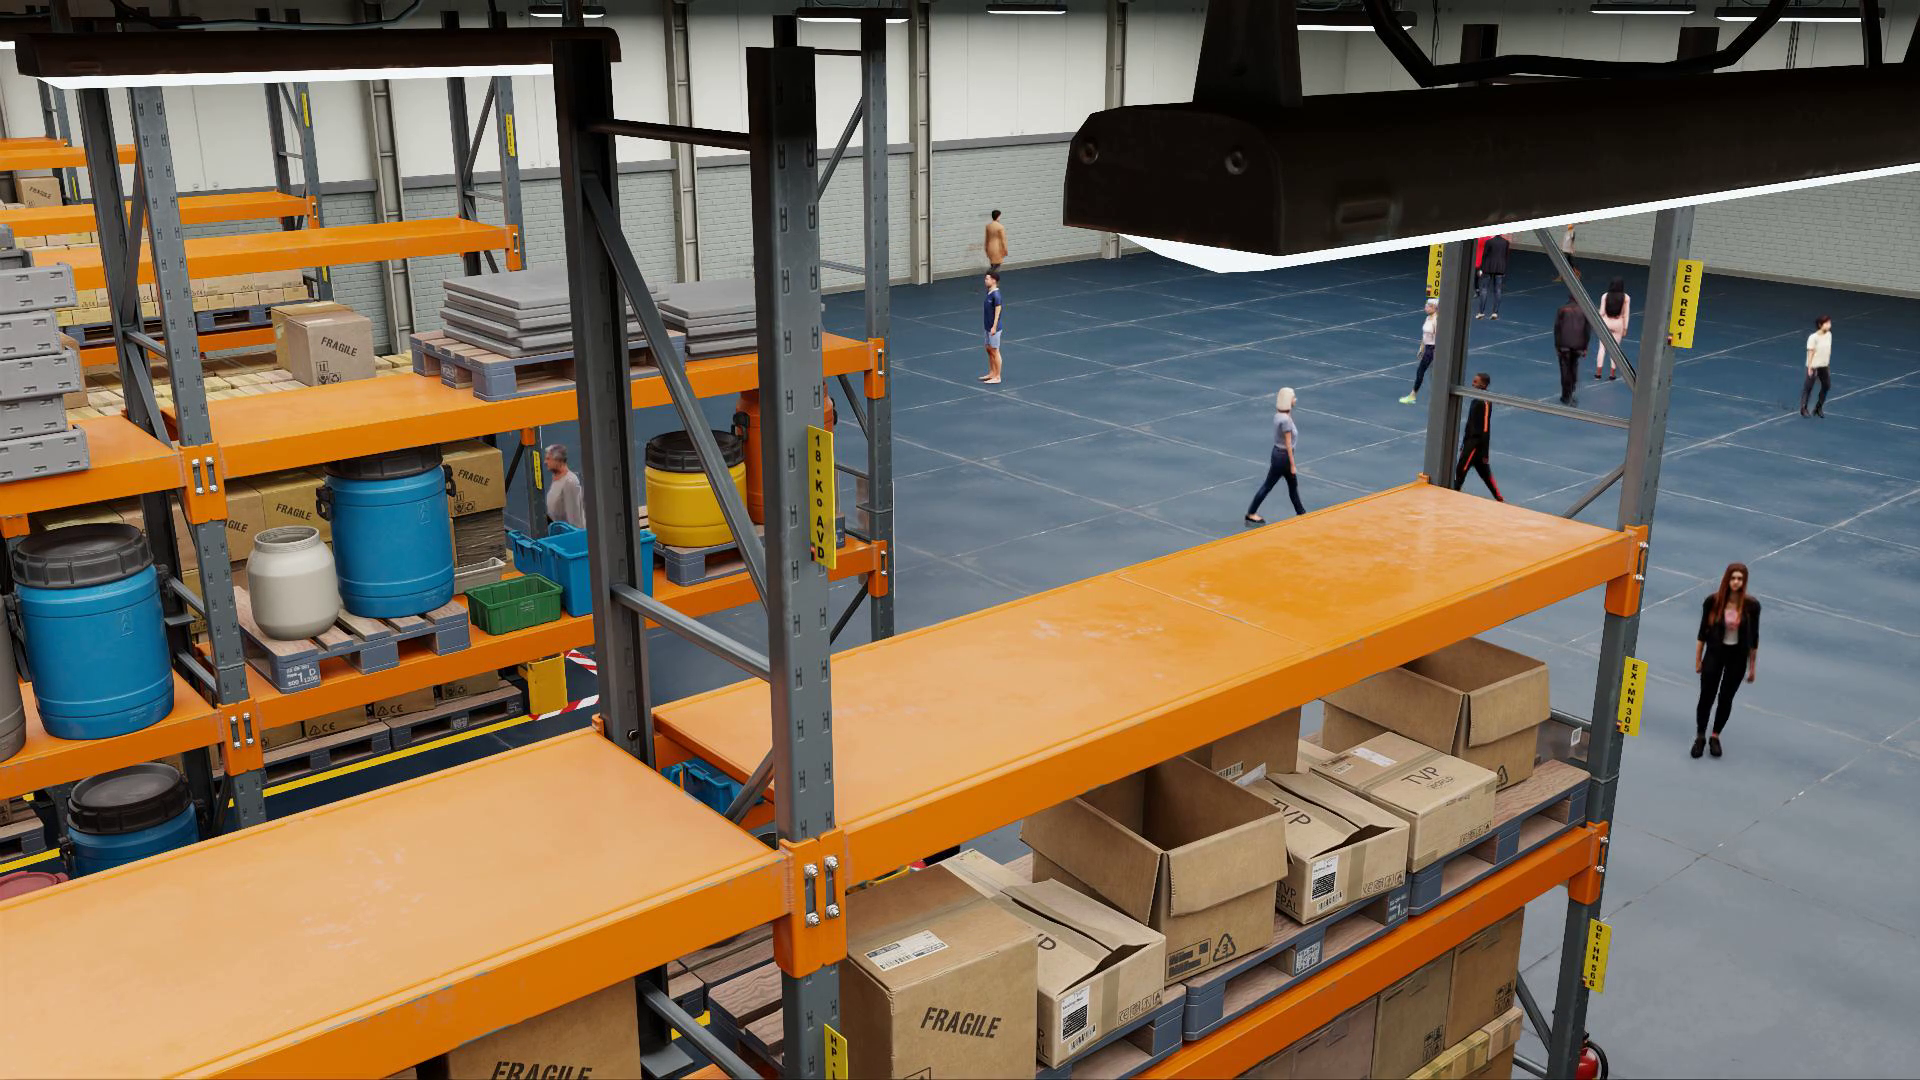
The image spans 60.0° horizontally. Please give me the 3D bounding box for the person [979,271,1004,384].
[{"bbox_3d":[0.548,-3.537,27.548,0.696,1.850,0.699,-5,19,-15],"label":"person"}]

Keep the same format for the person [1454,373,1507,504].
[{"bbox_3d":[6.391,-1.136,20.318,1.254,1.761,1.171,1,18,2],"label":"person"}]

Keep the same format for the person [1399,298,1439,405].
[{"bbox_3d":[7.474,-2.919,25.959,1.255,1.659,1.164,1,18,2],"label":"person"}]

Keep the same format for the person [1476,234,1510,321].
[{"bbox_3d":[9.539,-4.837,29.841,0.816,1.781,0.790,1,18,3],"label":"person"}]

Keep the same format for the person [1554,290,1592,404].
[{"bbox_3d":[9.591,-3.042,26.102,1.010,1.804,1.079,2,18,6],"label":"person"}]

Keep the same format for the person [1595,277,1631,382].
[{"bbox_3d":[10.874,-3.528,27.736,0.689,1.715,0.671,8,20,24],"label":"person"}]

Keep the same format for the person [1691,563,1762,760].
[{"bbox_3d":[6.410,0.976,13.933,0.754,1.698,0.804,6,19,17],"label":"person"}]

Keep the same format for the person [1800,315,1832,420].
[{"bbox_3d":[12.938,-2.632,25.214,0.676,1.575,0.762,-6,19,-17],"label":"person"}]

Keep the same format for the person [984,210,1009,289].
[{"bbox_3d":[0.727,-6.361,36.441,0.699,1.713,0.720,14,23,36],"label":"person"}]

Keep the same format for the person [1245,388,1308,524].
[{"bbox_3d":[3.762,-0.956,19.909,1.147,1.673,1.097,2,18,6],"label":"person"}]

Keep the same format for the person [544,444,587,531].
[{"bbox_3d":[-3.863,-0.054,16.779,0.923,1.895,0.839,-10,21,-28],"label":"person"}]

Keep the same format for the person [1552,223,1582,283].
[{"bbox_3d":[13.782,-6.587,37.590,1.073,1.432,0.845,-4,19,-13],"label":"person"}]
